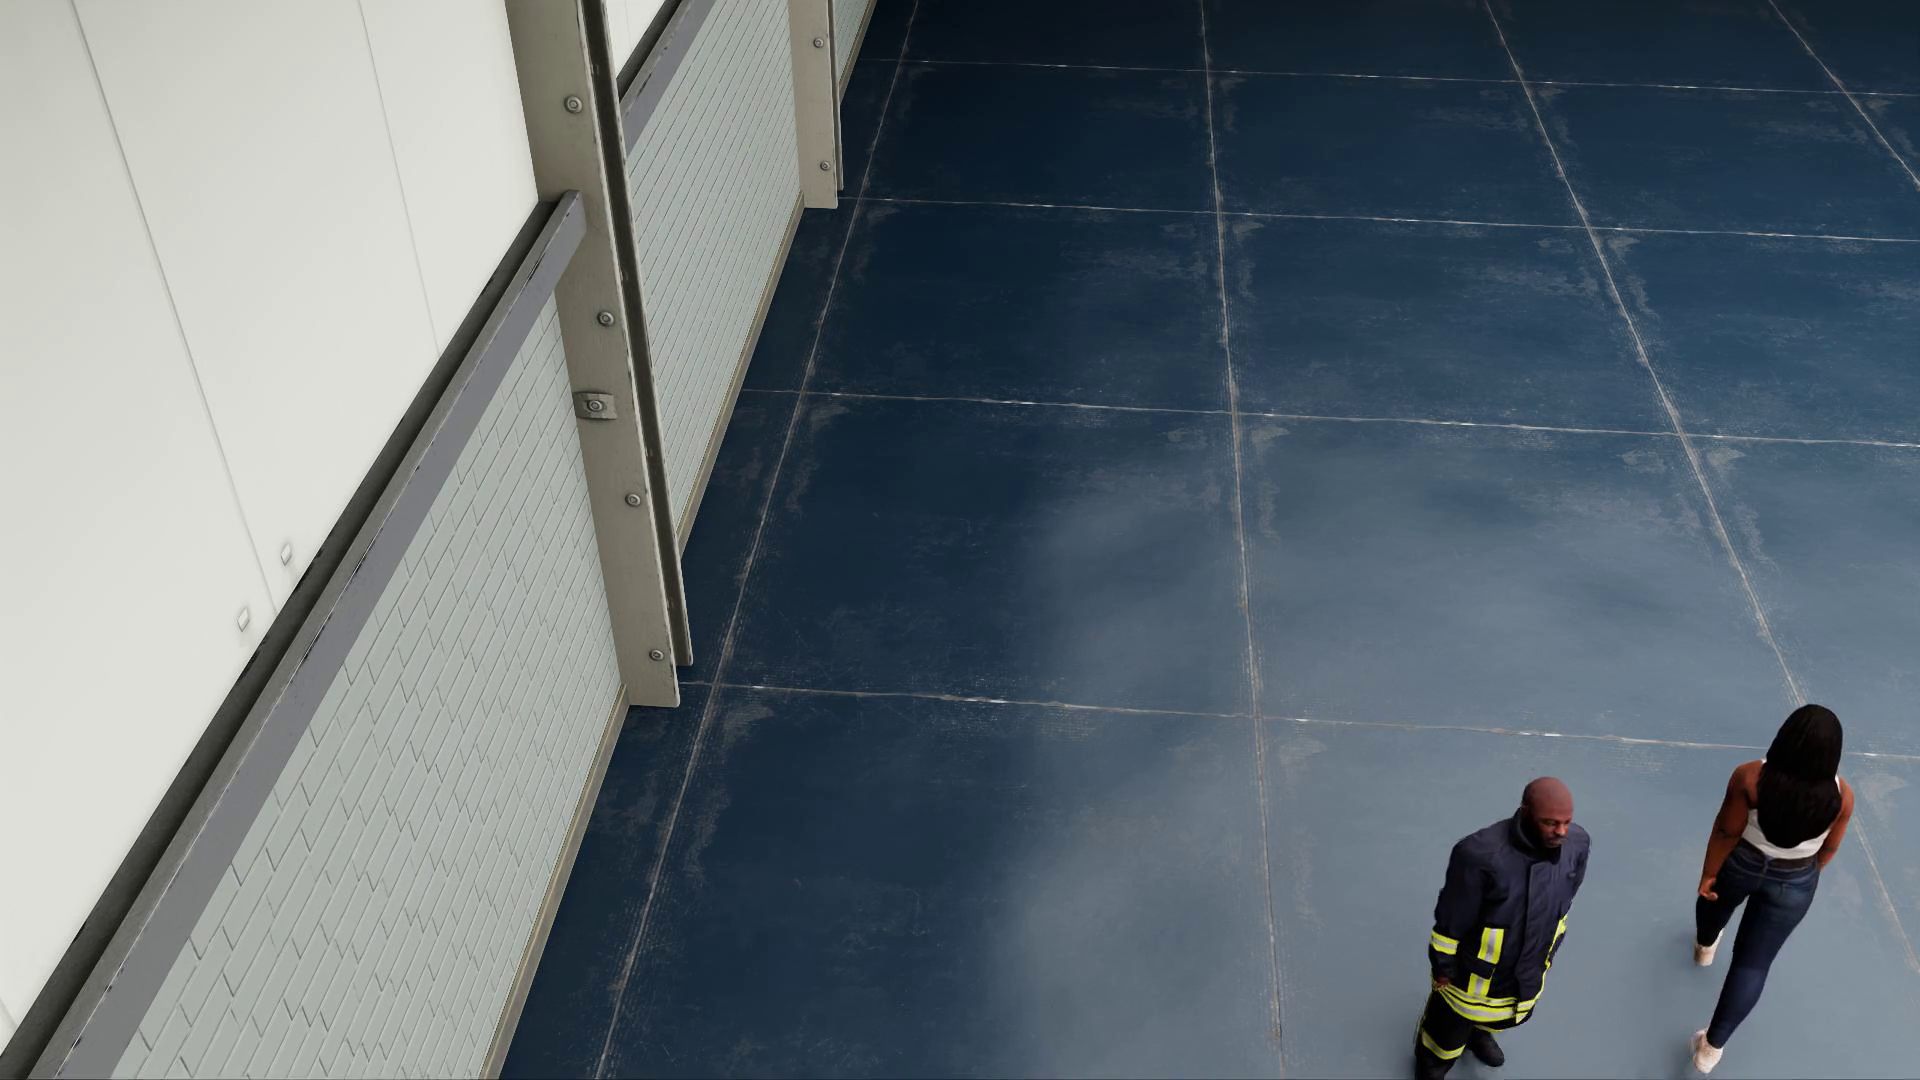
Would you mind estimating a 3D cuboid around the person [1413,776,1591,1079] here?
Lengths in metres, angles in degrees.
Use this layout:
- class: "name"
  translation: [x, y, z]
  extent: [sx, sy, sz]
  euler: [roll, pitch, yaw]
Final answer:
- class: "person"
  translation: [2.188, 1.603, 6.783]
  extent: [0.857, 1.828, 0.871]
  euler: [-4, 38, -5]

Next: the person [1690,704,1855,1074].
- class: "person"
  translation: [3.356, 1.483, 6.984]
  extent: [0.987, 1.768, 1.280]
  euler: [19, 42, 23]
